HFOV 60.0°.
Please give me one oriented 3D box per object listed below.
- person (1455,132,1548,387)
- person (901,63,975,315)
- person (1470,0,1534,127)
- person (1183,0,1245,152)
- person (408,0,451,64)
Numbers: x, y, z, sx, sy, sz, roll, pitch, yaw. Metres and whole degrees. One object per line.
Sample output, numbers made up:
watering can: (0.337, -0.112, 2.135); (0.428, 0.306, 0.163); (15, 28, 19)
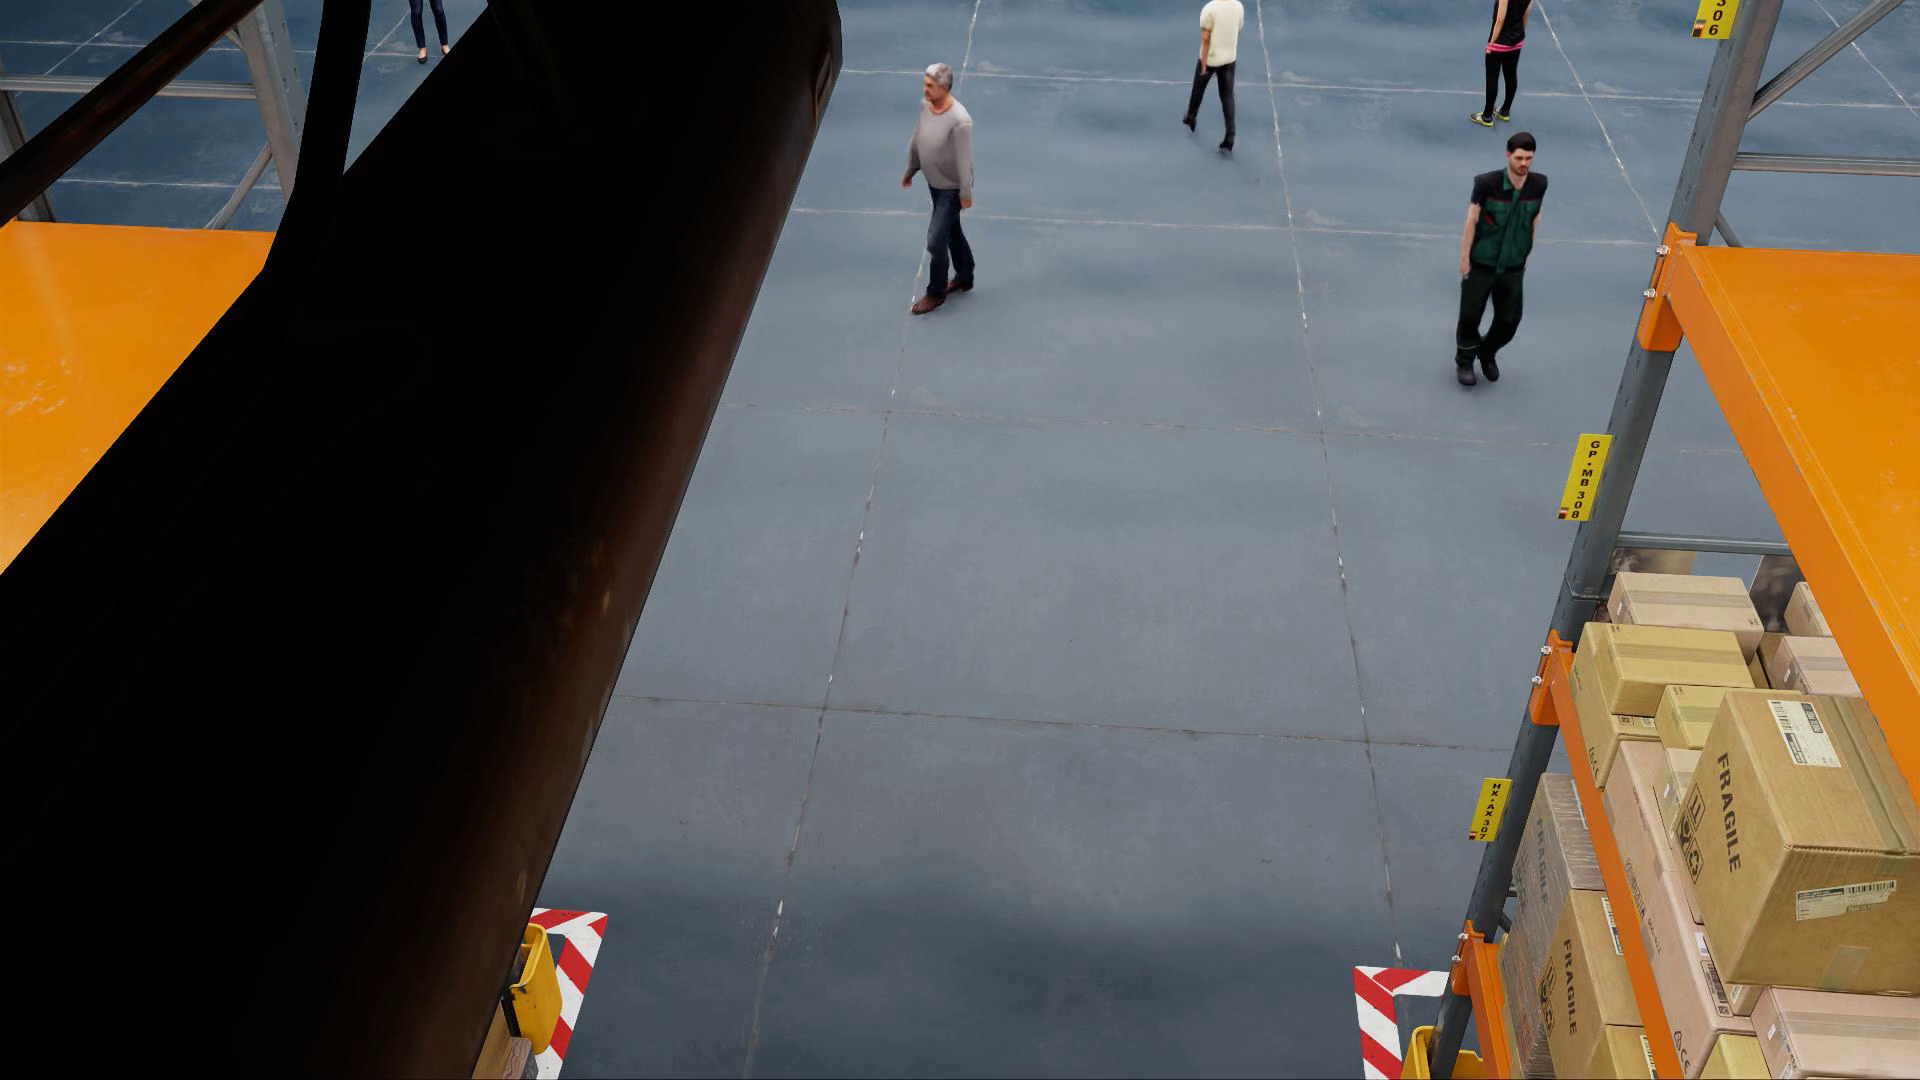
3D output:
person: (3.670, -1.963, 11.474); (0.675, 1.889, 0.646); (1, 38, 2)
person: (-0.026, -2.657, 12.366); (1.040, 1.882, 0.998); (-18, 41, -21)
person: (4.944, -4.530, 15.030); (0.619, 1.550, 0.647); (-17, 41, -21)
person: (2.297, -4.155, 14.555); (0.868, 1.544, 1.094); (-13, 40, -16)
person: (-5.256, -5.541, 16.182); (0.662, 1.722, 0.655); (-14, 40, -17)
